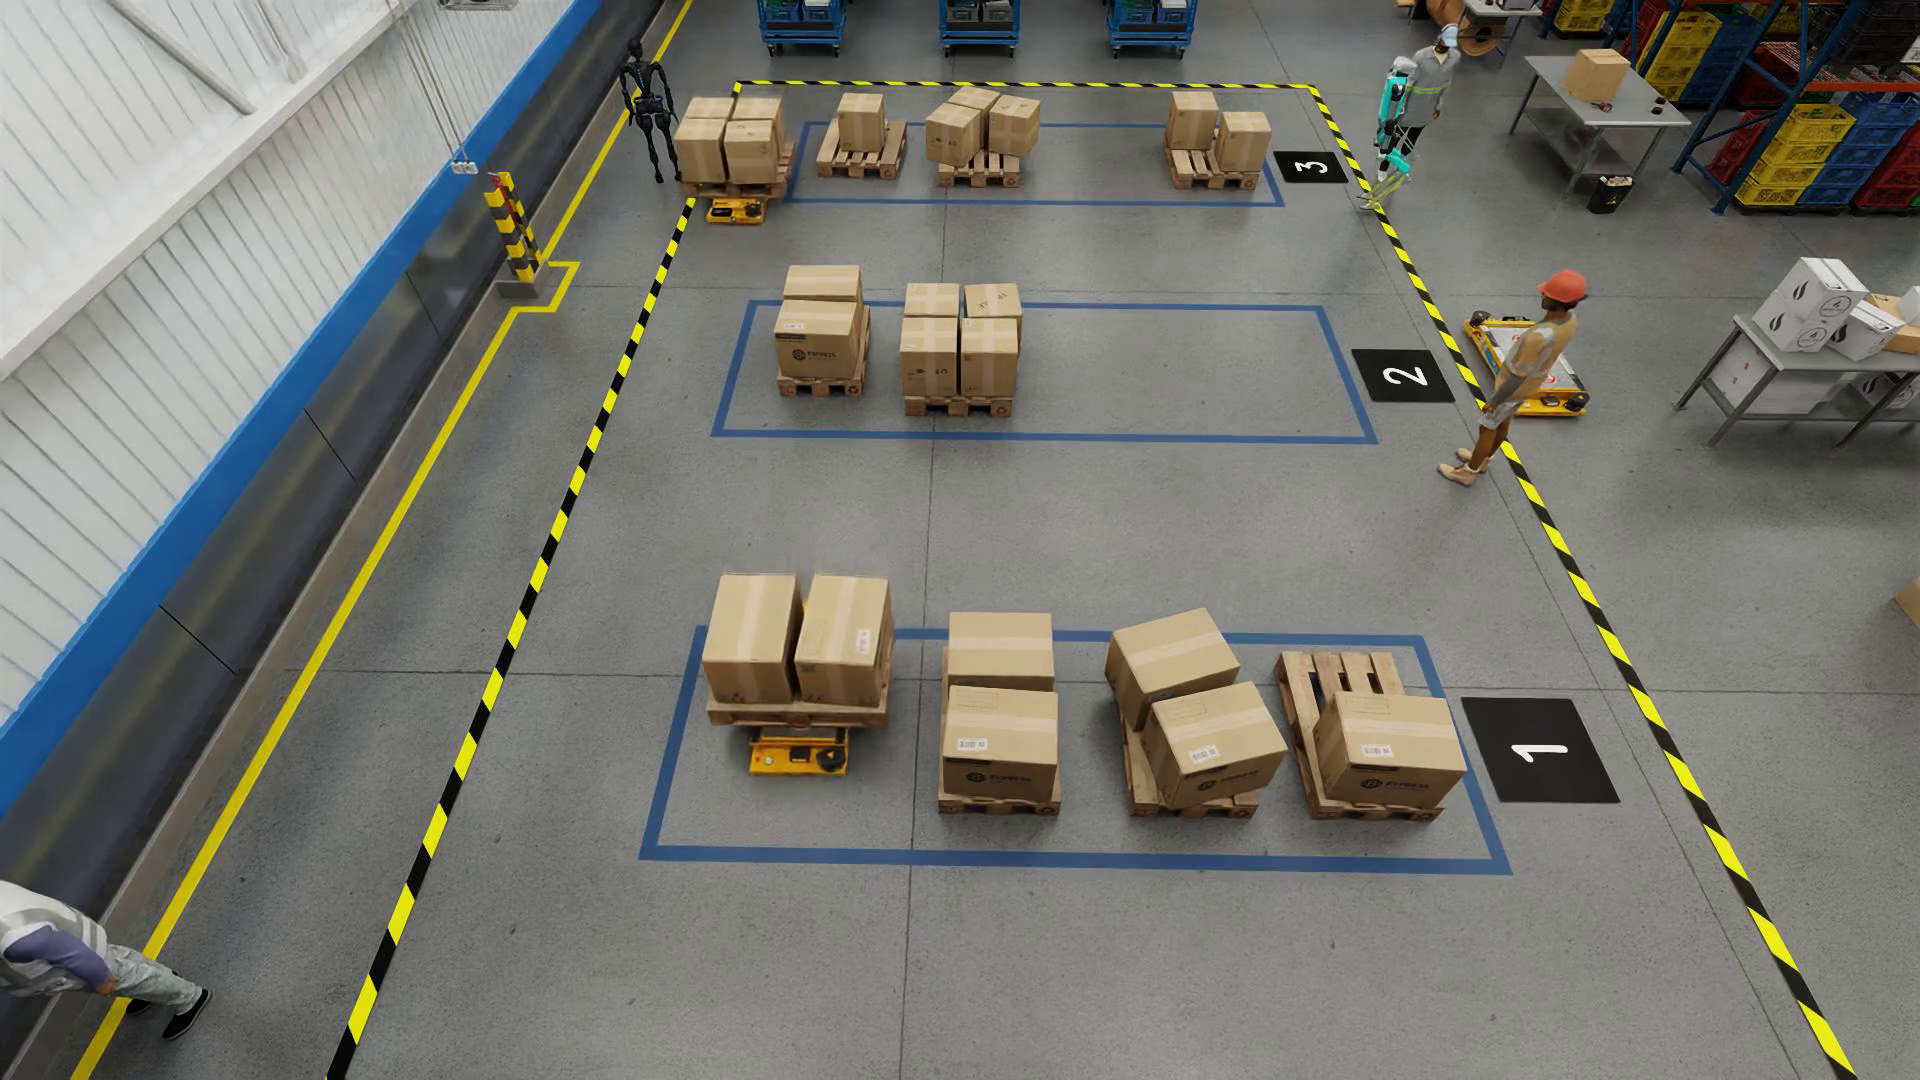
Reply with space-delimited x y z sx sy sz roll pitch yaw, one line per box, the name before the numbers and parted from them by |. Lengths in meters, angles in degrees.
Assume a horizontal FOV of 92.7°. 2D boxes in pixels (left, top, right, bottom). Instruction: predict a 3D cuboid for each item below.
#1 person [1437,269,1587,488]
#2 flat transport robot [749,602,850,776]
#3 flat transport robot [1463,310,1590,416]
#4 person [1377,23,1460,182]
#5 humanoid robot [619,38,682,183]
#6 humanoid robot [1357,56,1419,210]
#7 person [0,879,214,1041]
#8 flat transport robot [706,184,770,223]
person | 4.498 -1.280 7.470 0.615 2.039 0.379 -31 56 -24
flat transport robot | -1.091 1.009 6.642 0.652 0.197 1.431 1 49 1
flat transport robot | 5.573 -1.757 9.054 0.659 0.231 1.431 1 49 1
person | 5.524 -5.210 10.997 0.588 1.849 0.395 -6 49 -5
humanoid robot | -3.738 -5.177 11.075 0.599 1.654 0.315 -7 49 -6
humanoid robot | 5.024 -4.591 10.450 0.735 1.673 0.533 9 50 8
person | -4.570 2.127 4.659 0.599 1.827 0.404 20 52 17
flat transport robot | -2.670 -4.363 11.291 0.652 0.197 1.431 1 49 1
